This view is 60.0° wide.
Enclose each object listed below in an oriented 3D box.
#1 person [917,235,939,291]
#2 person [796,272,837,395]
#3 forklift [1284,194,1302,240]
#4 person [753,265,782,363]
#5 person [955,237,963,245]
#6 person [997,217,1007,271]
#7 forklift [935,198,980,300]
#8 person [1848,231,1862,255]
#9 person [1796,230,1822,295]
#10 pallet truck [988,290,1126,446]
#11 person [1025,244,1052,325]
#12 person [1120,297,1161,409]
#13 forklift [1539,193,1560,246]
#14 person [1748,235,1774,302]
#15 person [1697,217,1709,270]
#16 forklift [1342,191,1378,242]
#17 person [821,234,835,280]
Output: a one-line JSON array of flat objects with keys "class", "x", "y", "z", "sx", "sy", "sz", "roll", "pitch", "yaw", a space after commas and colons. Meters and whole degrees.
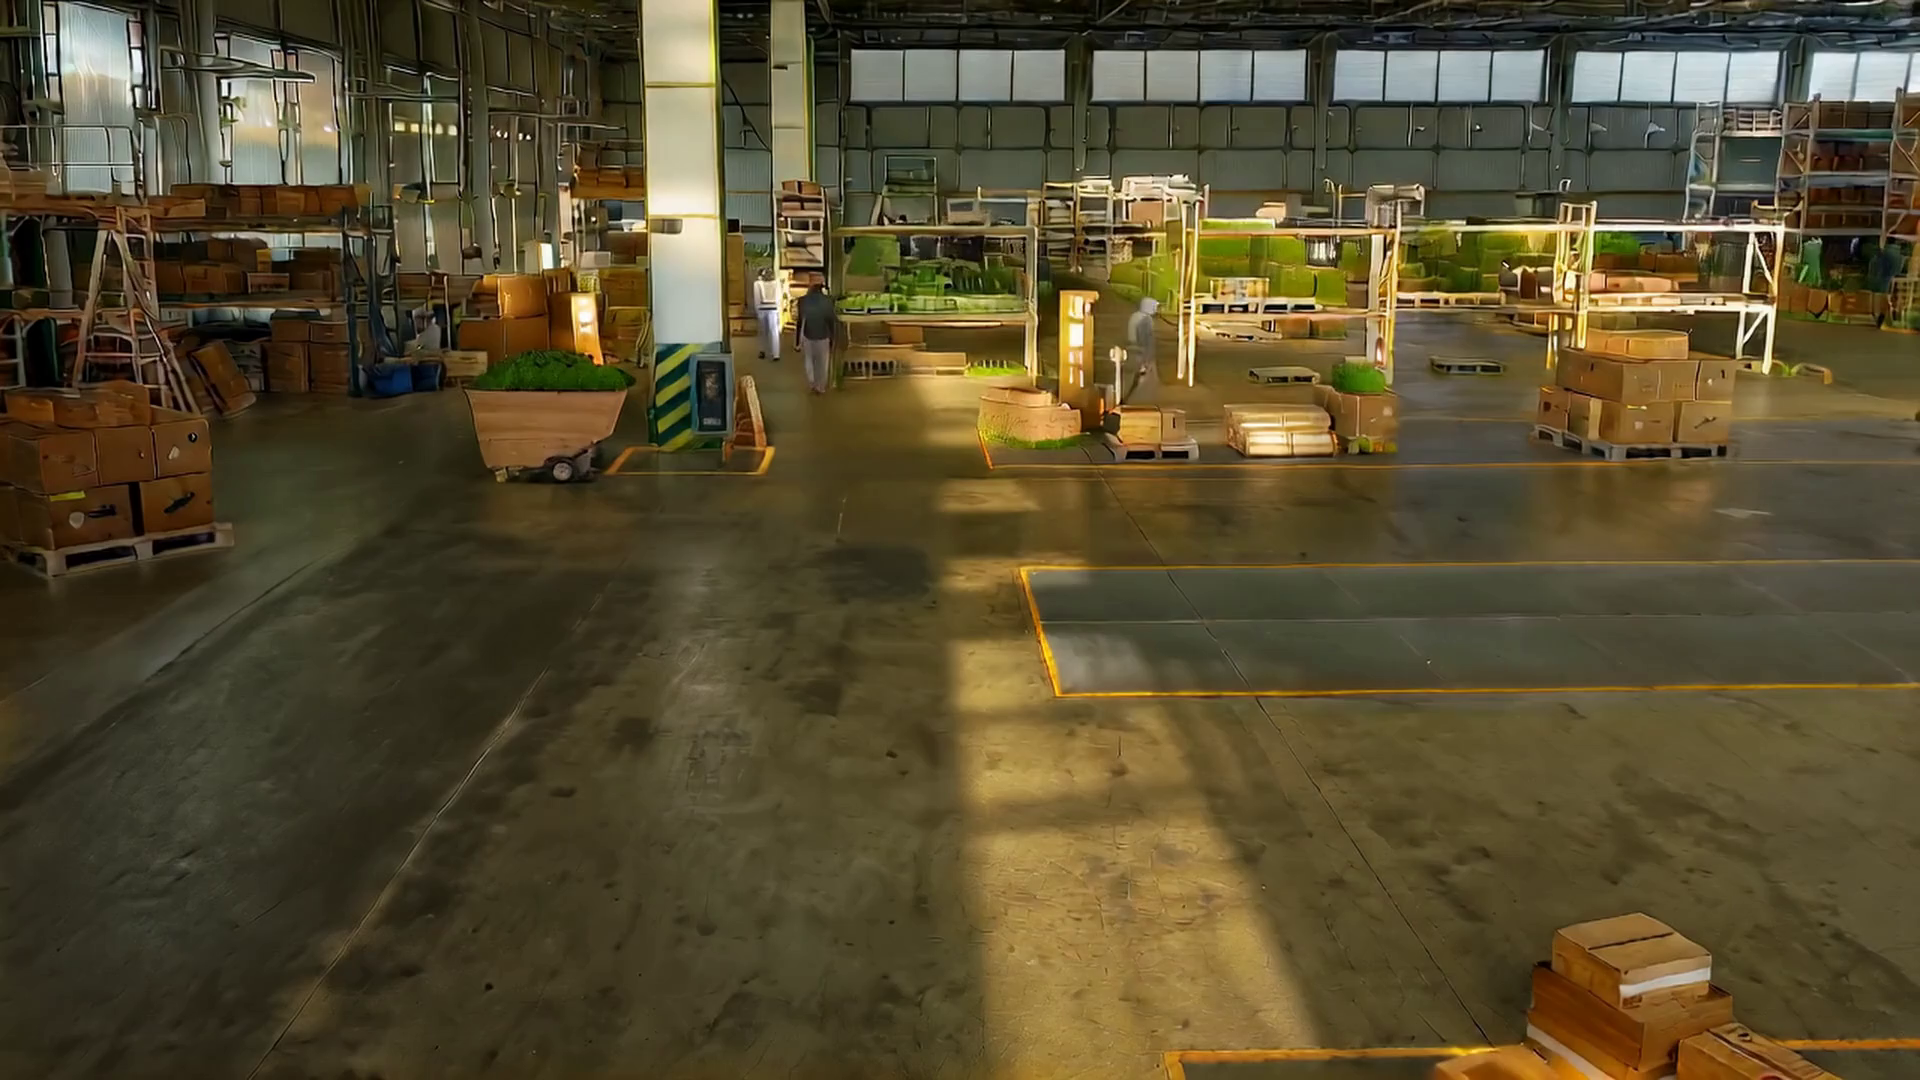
[{"class": "person", "x": -0.957, "y": -8.496, "z": 50.261, "sx": 0.649, "sy": 1.920, "sz": 0.436, "roll": -3, "pitch": 13, "yaw": -13}, {"class": "person", "x": -2.314, "y": -3.311, "z": 26.738, "sx": 0.663, "sy": 1.964, "sz": 0.483, "roll": -2, "pitch": 13, "yaw": -7}, {"class": "forklift", "x": 10.940, "y": -9.999, "z": 54.865, "sx": 1.873, "sy": 2.768, "sz": 1.129, "roll": 0, "pitch": 12, "yaw": -2}, {"class": "person", "x": -3.654, "y": -4.285, "z": 31.472, "sx": 0.563, "sy": 1.845, "sz": 1.024, "roll": -5, "pitch": 13, "yaw": -20}, {"class": "person", "x": -0.030, "y": -7.672, "z": 46.973, "sx": 0.480, "sy": 1.734, "sz": 0.331, "roll": -7, "pitch": 14, "yaw": -27}, {"class": "person", "x": 1.532, "y": -10.712, "z": 60.233, "sx": 0.375, "sy": 1.935, "sz": 0.550, "roll": 5, "pitch": 13, "yaw": 20}, {"class": "forklift", "x": 0.062, "y": -8.114, "z": 46.357, "sx": 1.129, "sy": 2.768, "sz": 1.873, "roll": 4, "pitch": 13, "yaw": 17}, {"class": "person", "x": 29.765, "y": -9.421, "z": 55.119, "sx": 0.714, "sy": 1.611, "sz": 0.540, "roll": 1, "pitch": 13, "yaw": 5}, {"class": "person", "x": 24.675, "y": -7.999, "z": 48.115, "sx": 0.666, "sy": 1.871, "sz": 1.048, "roll": -3, "pitch": 13, "yaw": -13}, {"class": "pallet truck", "x": 1.257, "y": -2.299, "z": 22.111, "sx": 1.885, "sy": 1.965, "sz": 0.823, "roll": -9, "pitch": 15, "yaw": -35}, {"class": "person", "x": 1.869, "y": -6.091, "z": 39.499, "sx": 0.620, "sy": 1.893, "sz": 1.038, "roll": 4, "pitch": 13, "yaw": 19}, {"class": "person", "x": 2.561, "y": -2.592, "z": 23.900, "sx": 0.920, "sy": 1.805, "sz": 0.624, "roll": -5, "pitch": 13, "yaw": -21}, {"class": "forklift", "x": 20.357, "y": -10.603, "z": 57.595, "sx": 1.873, "sy": 2.768, "sz": 1.129, "roll": 0, "pitch": 12, "yaw": -2}, {"class": "person", "x": 21.166, "y": -7.100, "z": 44.010, "sx": 0.617, "sy": 1.898, "sz": 0.506, "roll": 5, "pitch": 13, "yaw": 21}, {"class": "person", "x": 27.220, "y": -10.854, "z": 60.887, "sx": 0.389, "sy": 1.948, "sz": 0.767, "roll": 10, "pitch": 16, "yaw": 38}, {"class": "forklift", "x": 15.495, "y": -11.774, "z": 62.879, "sx": 1.873, "sy": 2.768, "sz": 1.129, "roll": 5, "pitch": 14, "yaw": 22}, {"class": "person", "x": -3.681, "y": -7.672, "z": 46.730, "sx": 0.505, "sy": 1.840, "sz": 0.346, "roll": 2, "pitch": 13, "yaw": 7}]
